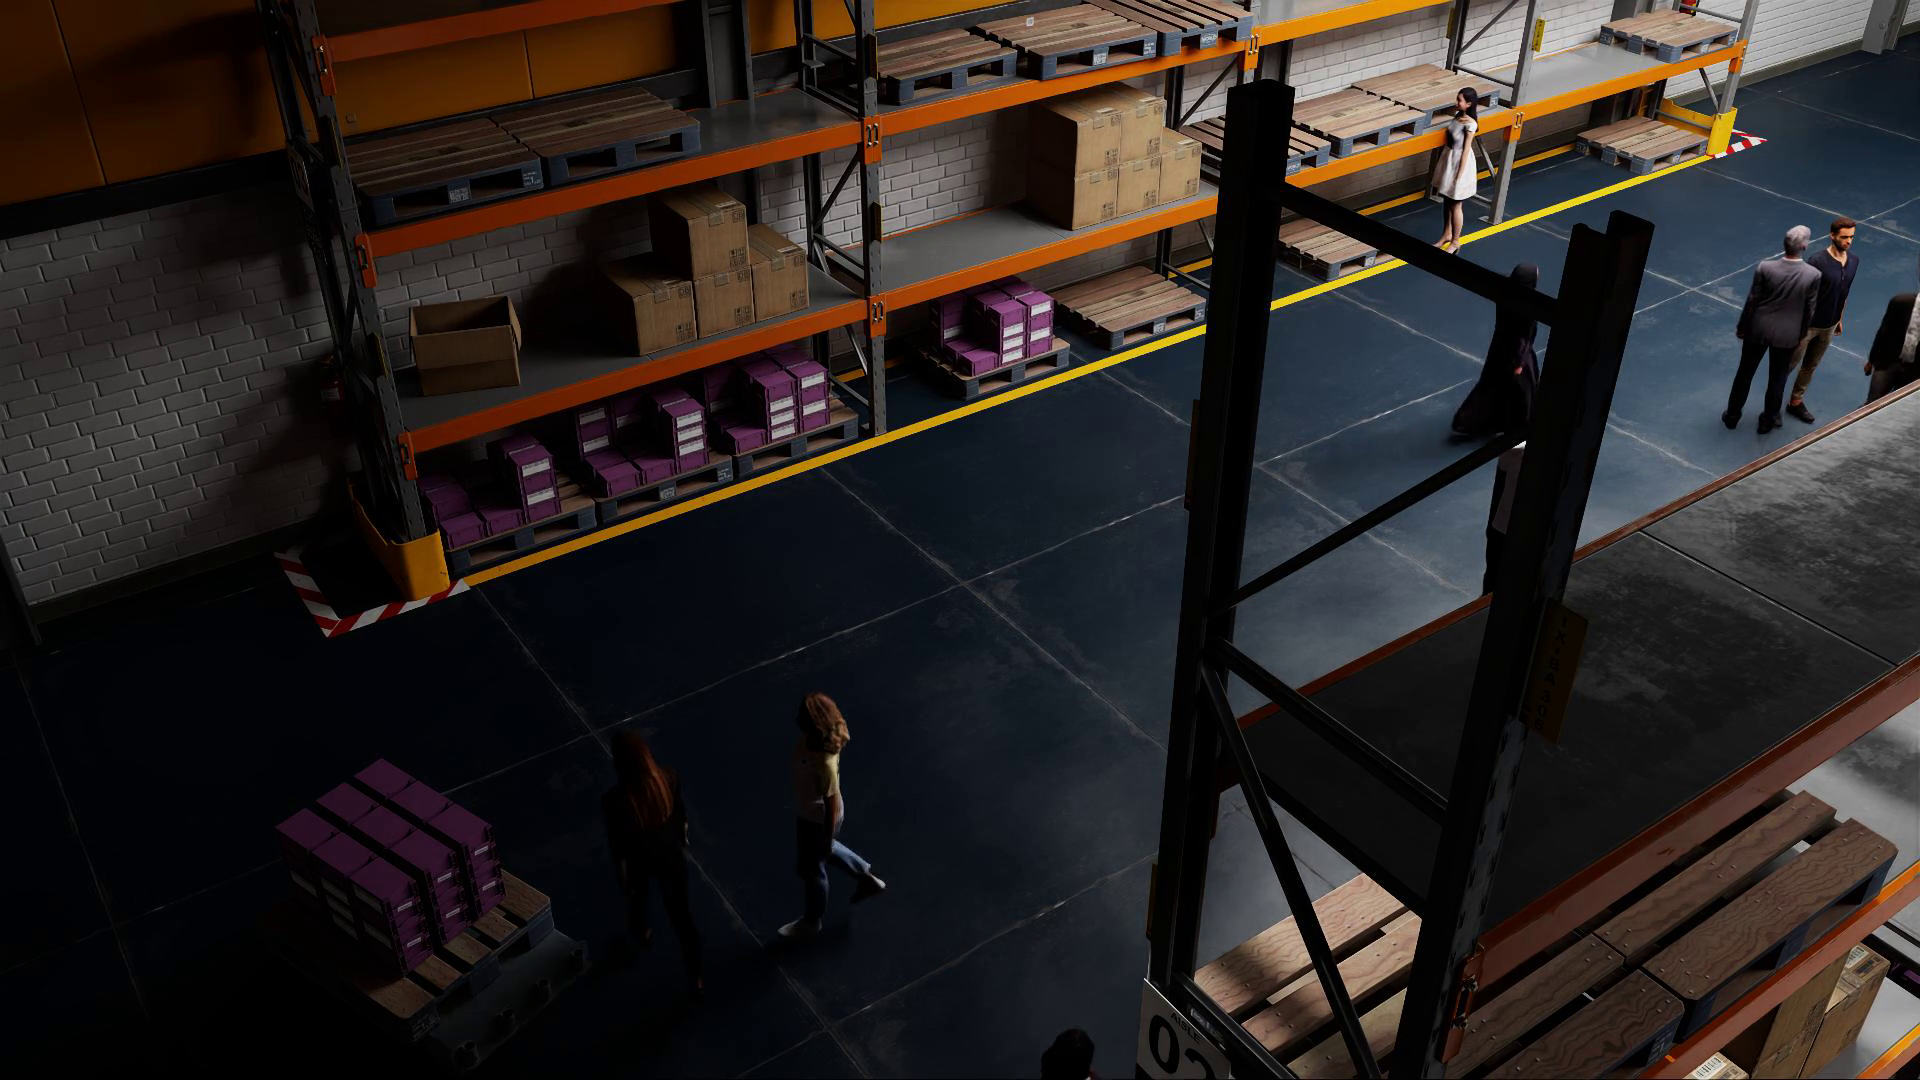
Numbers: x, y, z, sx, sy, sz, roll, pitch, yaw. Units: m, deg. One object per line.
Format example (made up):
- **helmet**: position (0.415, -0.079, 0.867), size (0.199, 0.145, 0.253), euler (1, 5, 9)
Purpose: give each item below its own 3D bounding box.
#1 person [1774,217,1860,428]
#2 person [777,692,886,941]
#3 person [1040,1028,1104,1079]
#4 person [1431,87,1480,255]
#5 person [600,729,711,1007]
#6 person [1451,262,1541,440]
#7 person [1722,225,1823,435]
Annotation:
- **person**: position (7.242, -1.858, 14.080), size (0.592, 1.859, 0.764), euler (-8, 34, -12)
- **person**: position (-0.708, 1.498, 9.164), size (0.993, 1.711, 0.860), euler (-7, 34, -10)
- **person**: position (0.545, 2.718, 7.216), size (1.089, 1.836, 0.756), euler (-23, 40, -31)
- **person**: position (5.079, -3.769, 17.035), size (0.799, 1.769, 0.775), euler (-3, 34, -4)
- **person**: position (-1.588, 1.750, 8.812), size (1.113, 1.680, 0.803), euler (-14, 36, -21)
- **person**: position (4.517, -1.553, 13.856), size (1.142, 1.598, 0.784), euler (-12, 36, -18)
- **person**: position (6.822, -1.759, 13.951), size (0.813, 1.836, 0.814), euler (13, 36, 19)
